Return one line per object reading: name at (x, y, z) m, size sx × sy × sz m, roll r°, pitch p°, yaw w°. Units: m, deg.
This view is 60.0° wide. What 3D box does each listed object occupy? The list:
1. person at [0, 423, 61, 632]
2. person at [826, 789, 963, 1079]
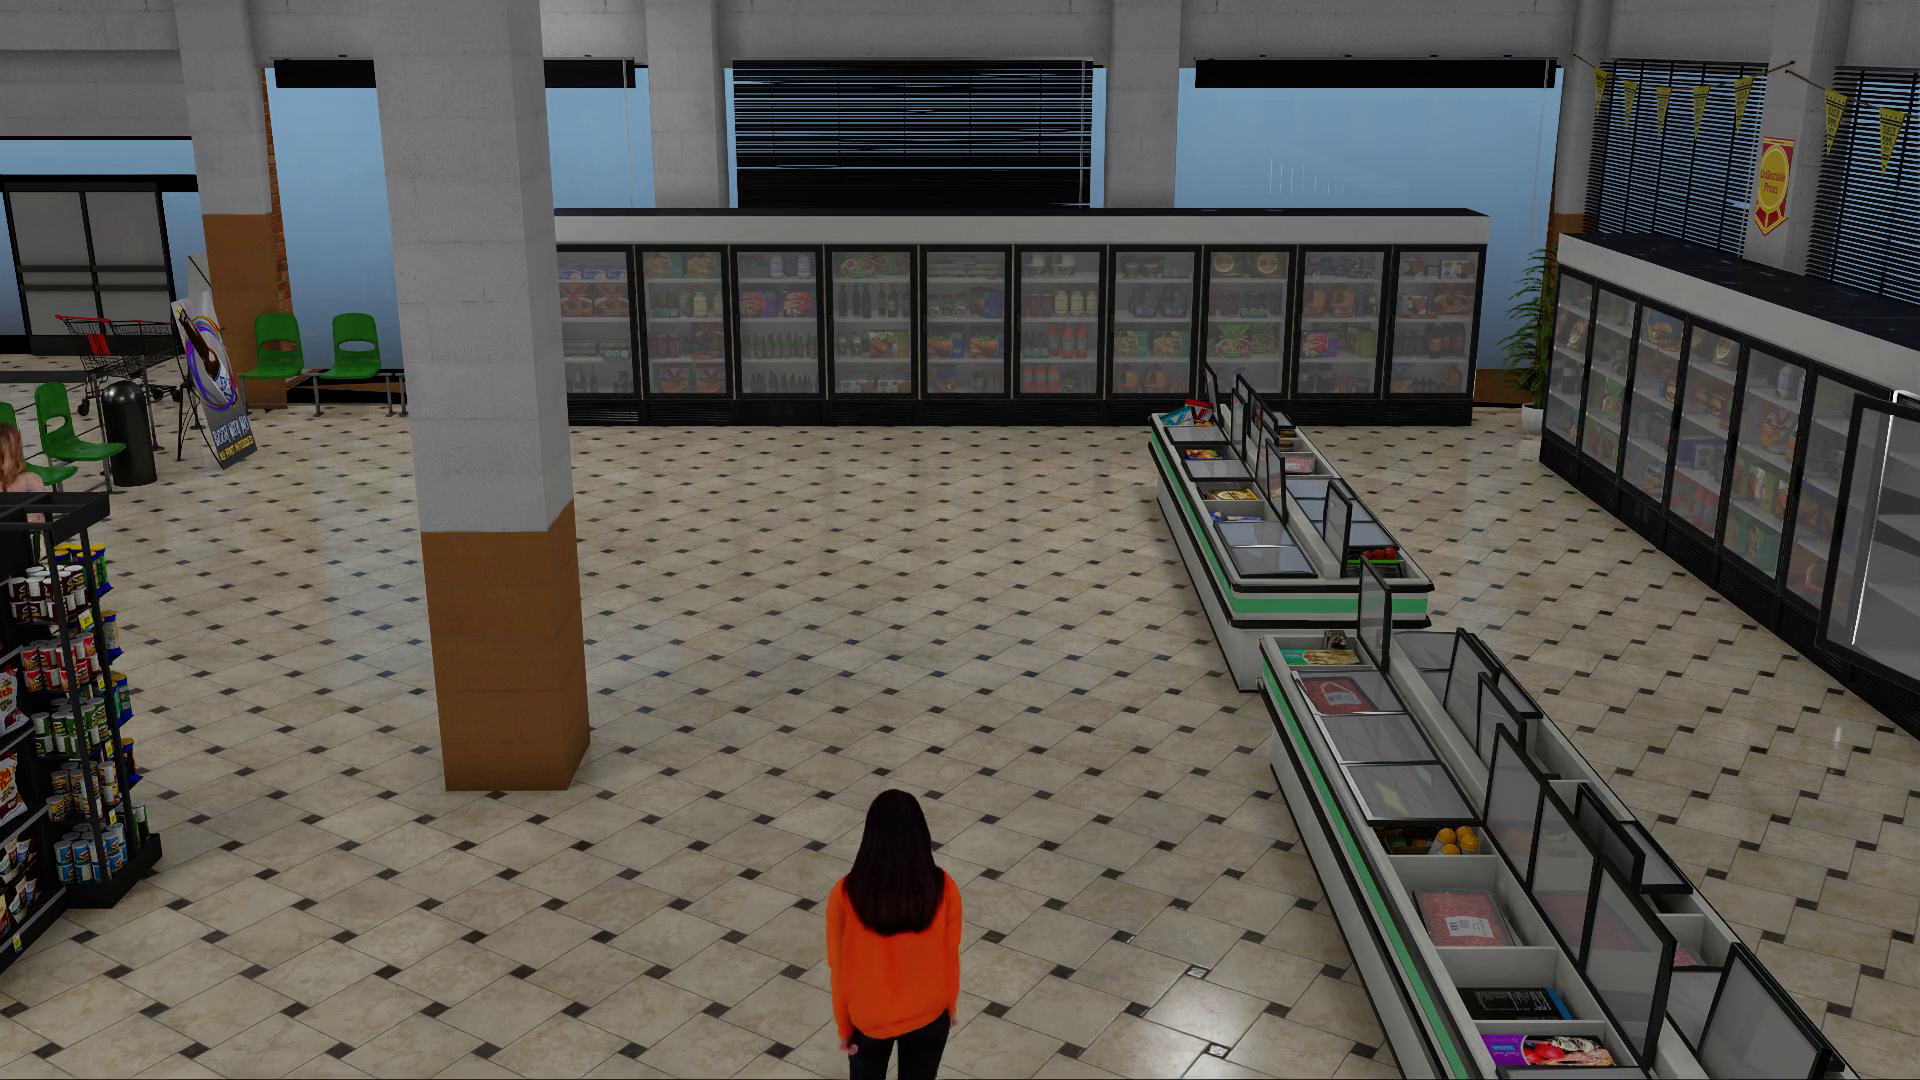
person at (-5.988, 0.187, 10.571) m, size 0.764 × 1.805 × 1.114 m, roll 4°, pitch 17°, yaw 14°
person at (-0.207, 1.691, 5.734) m, size 0.649 × 1.738 × 0.760 m, roll -2°, pitch 17°, yaw -5°
